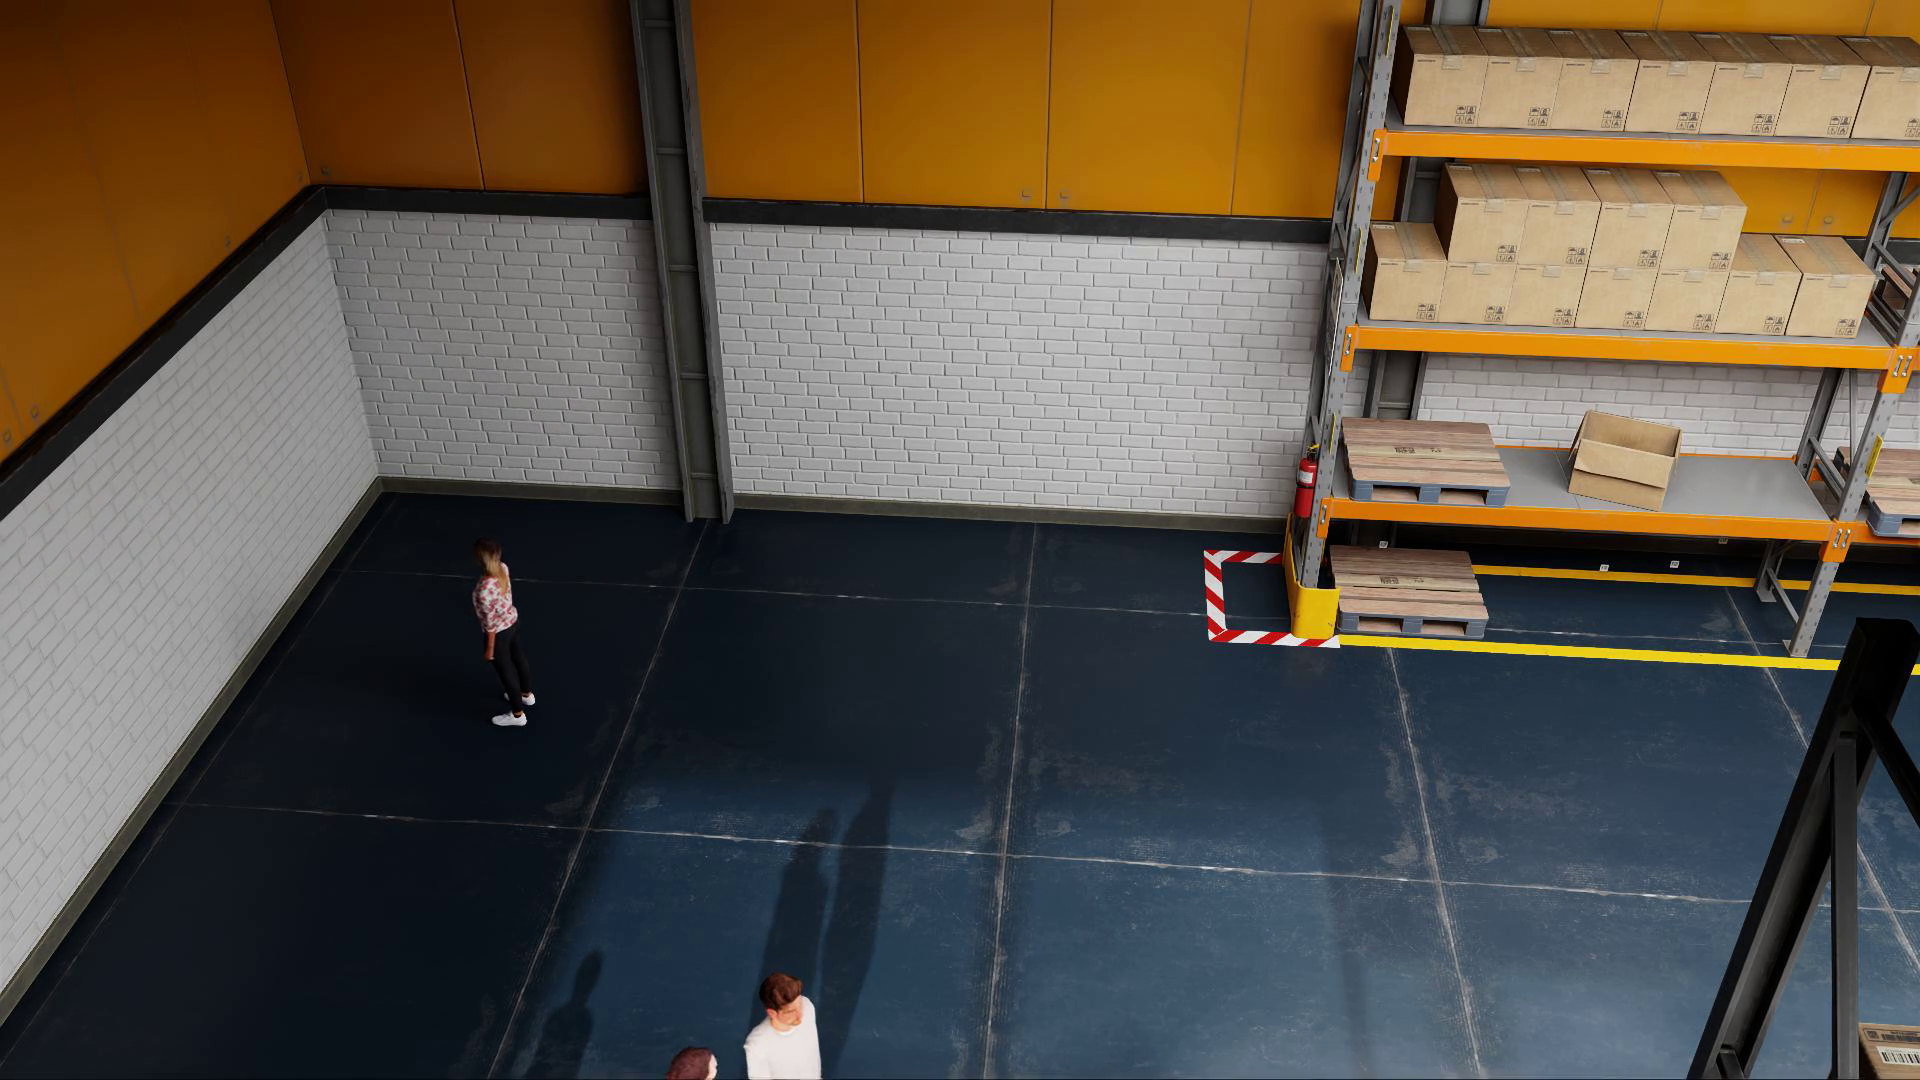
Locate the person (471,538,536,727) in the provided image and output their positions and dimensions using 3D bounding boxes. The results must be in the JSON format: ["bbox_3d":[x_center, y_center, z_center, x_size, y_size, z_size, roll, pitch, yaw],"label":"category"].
[{"bbox_3d":[-3.442,0.671,12.510,0.518,1.633,0.574,4,34,7],"label":"person"}]

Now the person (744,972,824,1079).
[{"bbox_3d":[-0.910,2.966,8.814,0.735,1.902,0.755,19,38,27],"label":"person"}]

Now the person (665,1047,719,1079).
[{"bbox_3d":[-1.327,3.249,8.490,0.725,1.790,0.656,-28,43,-35],"label":"person"}]
